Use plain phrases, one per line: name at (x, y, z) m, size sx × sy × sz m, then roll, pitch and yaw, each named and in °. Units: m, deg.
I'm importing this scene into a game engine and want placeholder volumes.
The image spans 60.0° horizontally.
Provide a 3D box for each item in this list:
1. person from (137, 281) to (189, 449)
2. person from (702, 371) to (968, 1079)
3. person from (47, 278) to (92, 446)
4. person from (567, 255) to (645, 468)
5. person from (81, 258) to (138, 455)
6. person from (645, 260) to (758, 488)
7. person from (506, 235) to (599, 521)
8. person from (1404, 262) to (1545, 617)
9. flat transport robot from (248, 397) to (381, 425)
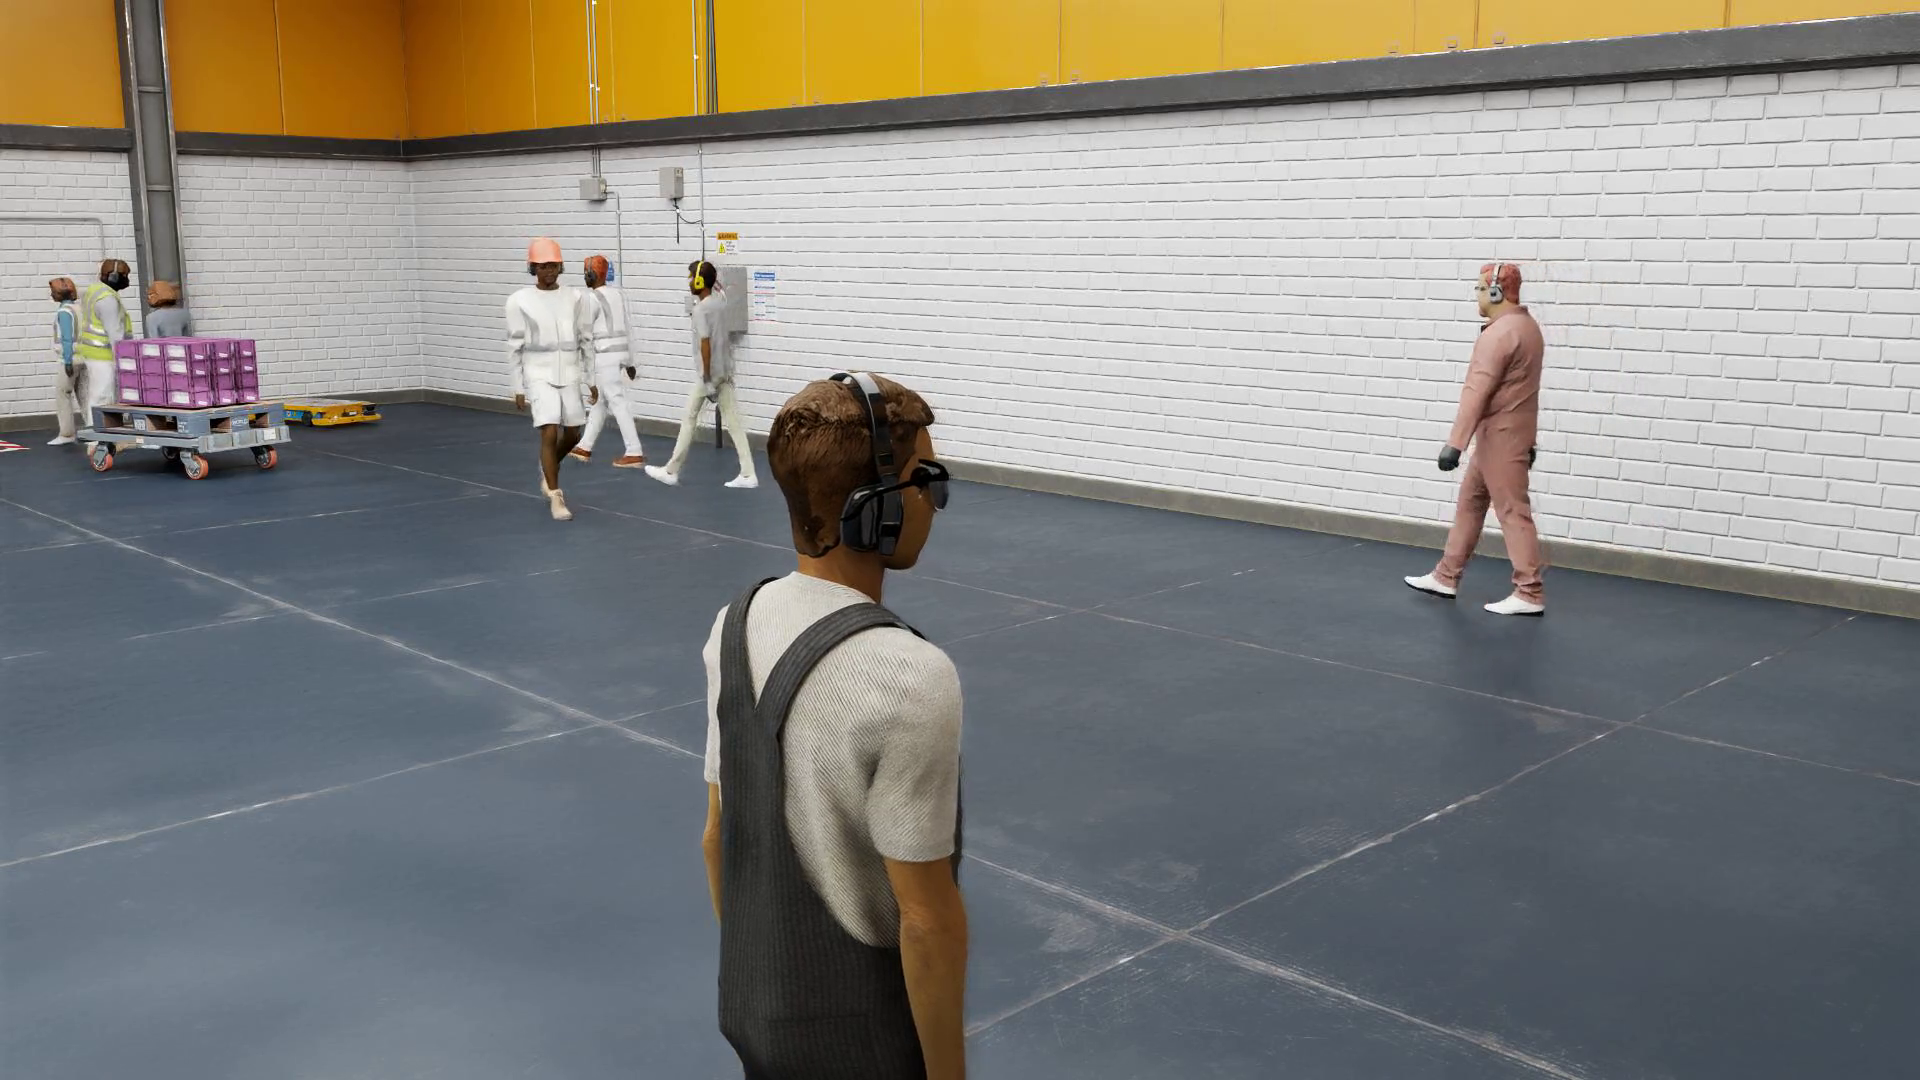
person at (-7.471, -1.642, 15.700) m, size 0.734 × 1.598 × 0.513 m, roll 4°, pitch 11°, yaw 23°
person at (-0.159, 0.690, 2.317) m, size 0.344 × 1.845 × 0.506 m, roll -9°, pitch 13°, yaw -39°
person at (-8.602, -1.722, 16.097) m, size 0.492 × 1.618 × 0.609 m, roll -3°, pitch 11°, yaw -14°
person at (-3.177, -1.555, 14.563) m, size 0.945 × 1.835 × 0.591 m, roll 2°, pitch 11°, yaw 13°
person at (-7.894, -1.688, 15.390) m, size 0.555 × 1.809 × 0.660 m, roll -5°, pitch 11°, yaw -25°
person at (-2.053, -1.316, 13.363) m, size 0.984 × 1.809 × 0.518 m, roll 4°, pitch 11°, yaw 23°
person at (-2.968, -1.181, 12.035) m, size 0.611 × 2.026 × 0.812 m, roll -6°, pitch 12°, yaw -31°
person at (2.780, -0.542, 8.945) m, size 0.898 × 1.868 × 0.666 m, roll 6°, pitch 12°, yaw 29°
flat transport robot at (-7.029, -1.400, 18.010) m, size 1.431 × 0.197 × 0.652 m, roll 6°, pitch 12°, yaw 29°
